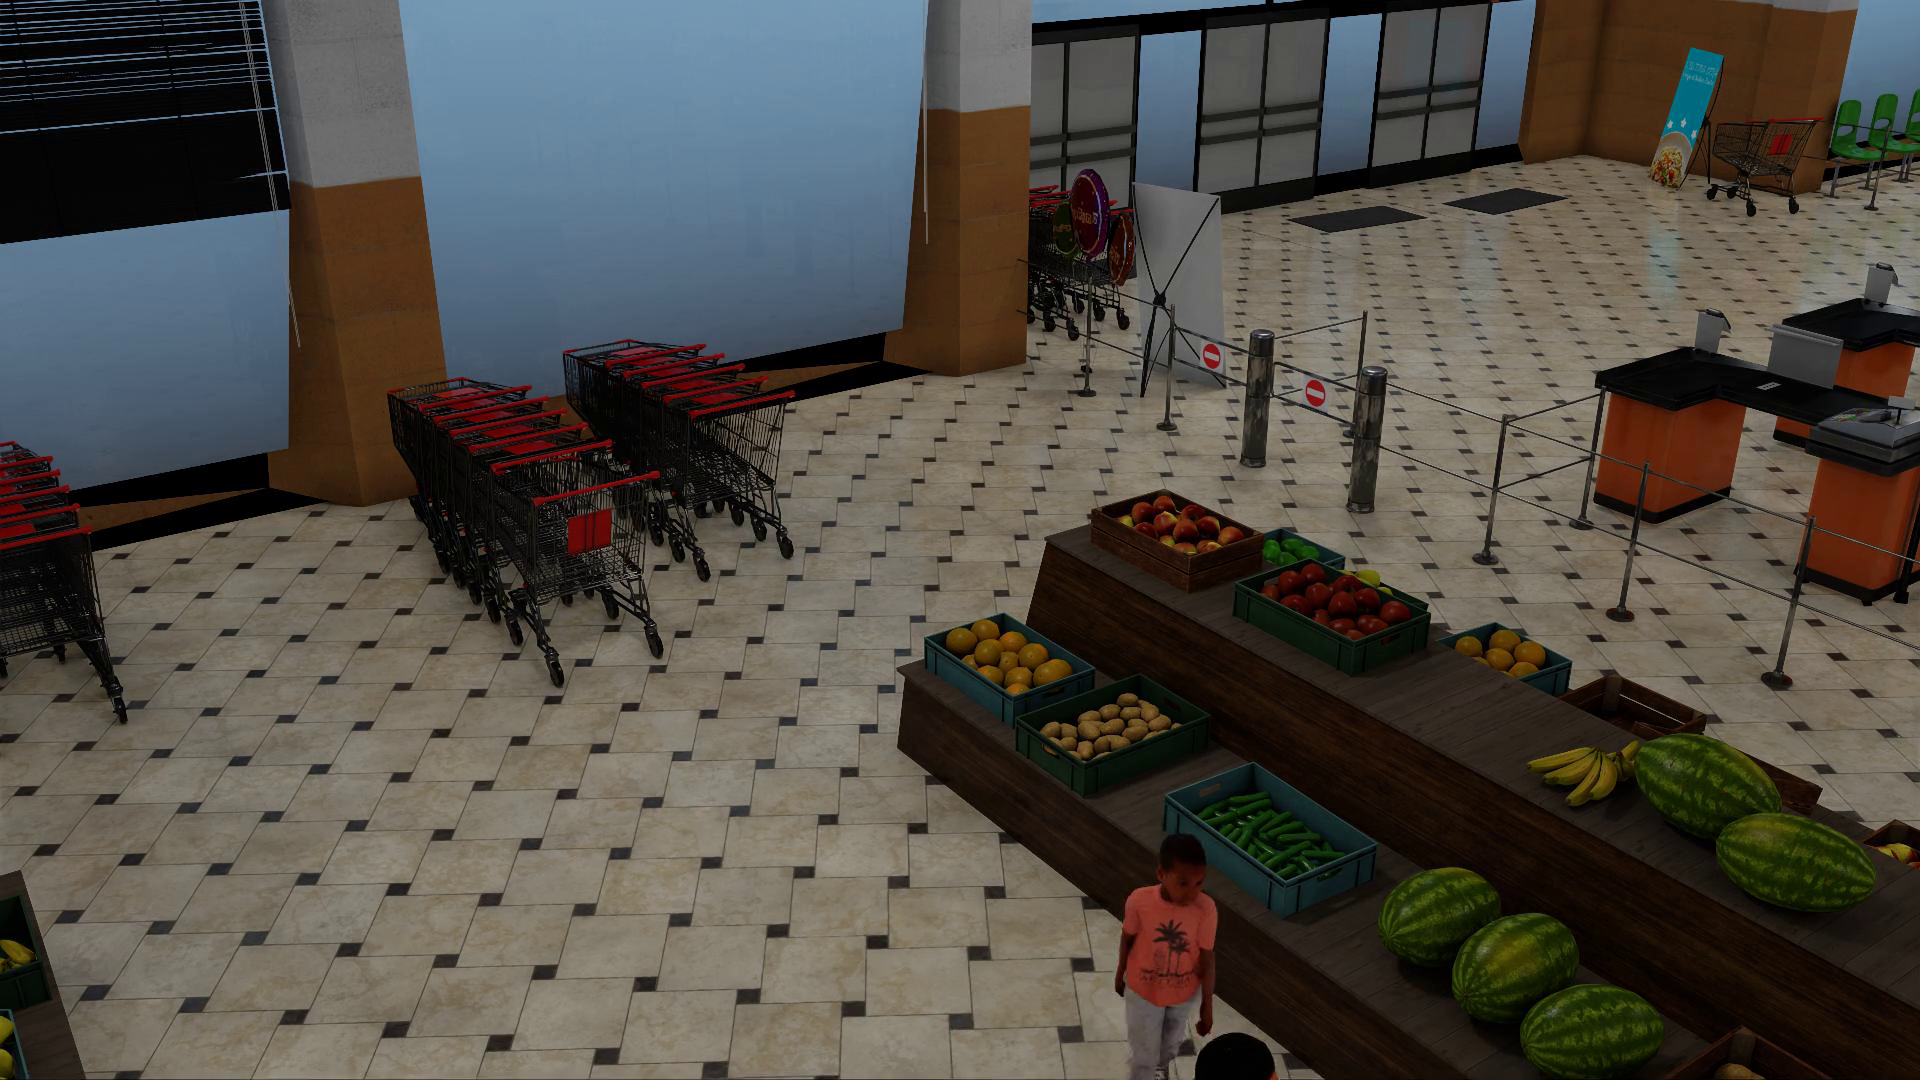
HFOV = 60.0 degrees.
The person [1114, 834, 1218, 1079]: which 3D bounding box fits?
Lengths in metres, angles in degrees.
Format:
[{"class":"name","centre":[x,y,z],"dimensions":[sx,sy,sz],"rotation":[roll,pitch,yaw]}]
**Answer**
[{"class":"person","centre":[0.718,1.540,5.967],"dimensions":[0.768,1.287,0.858],"rotation":[4,24,10]}]
